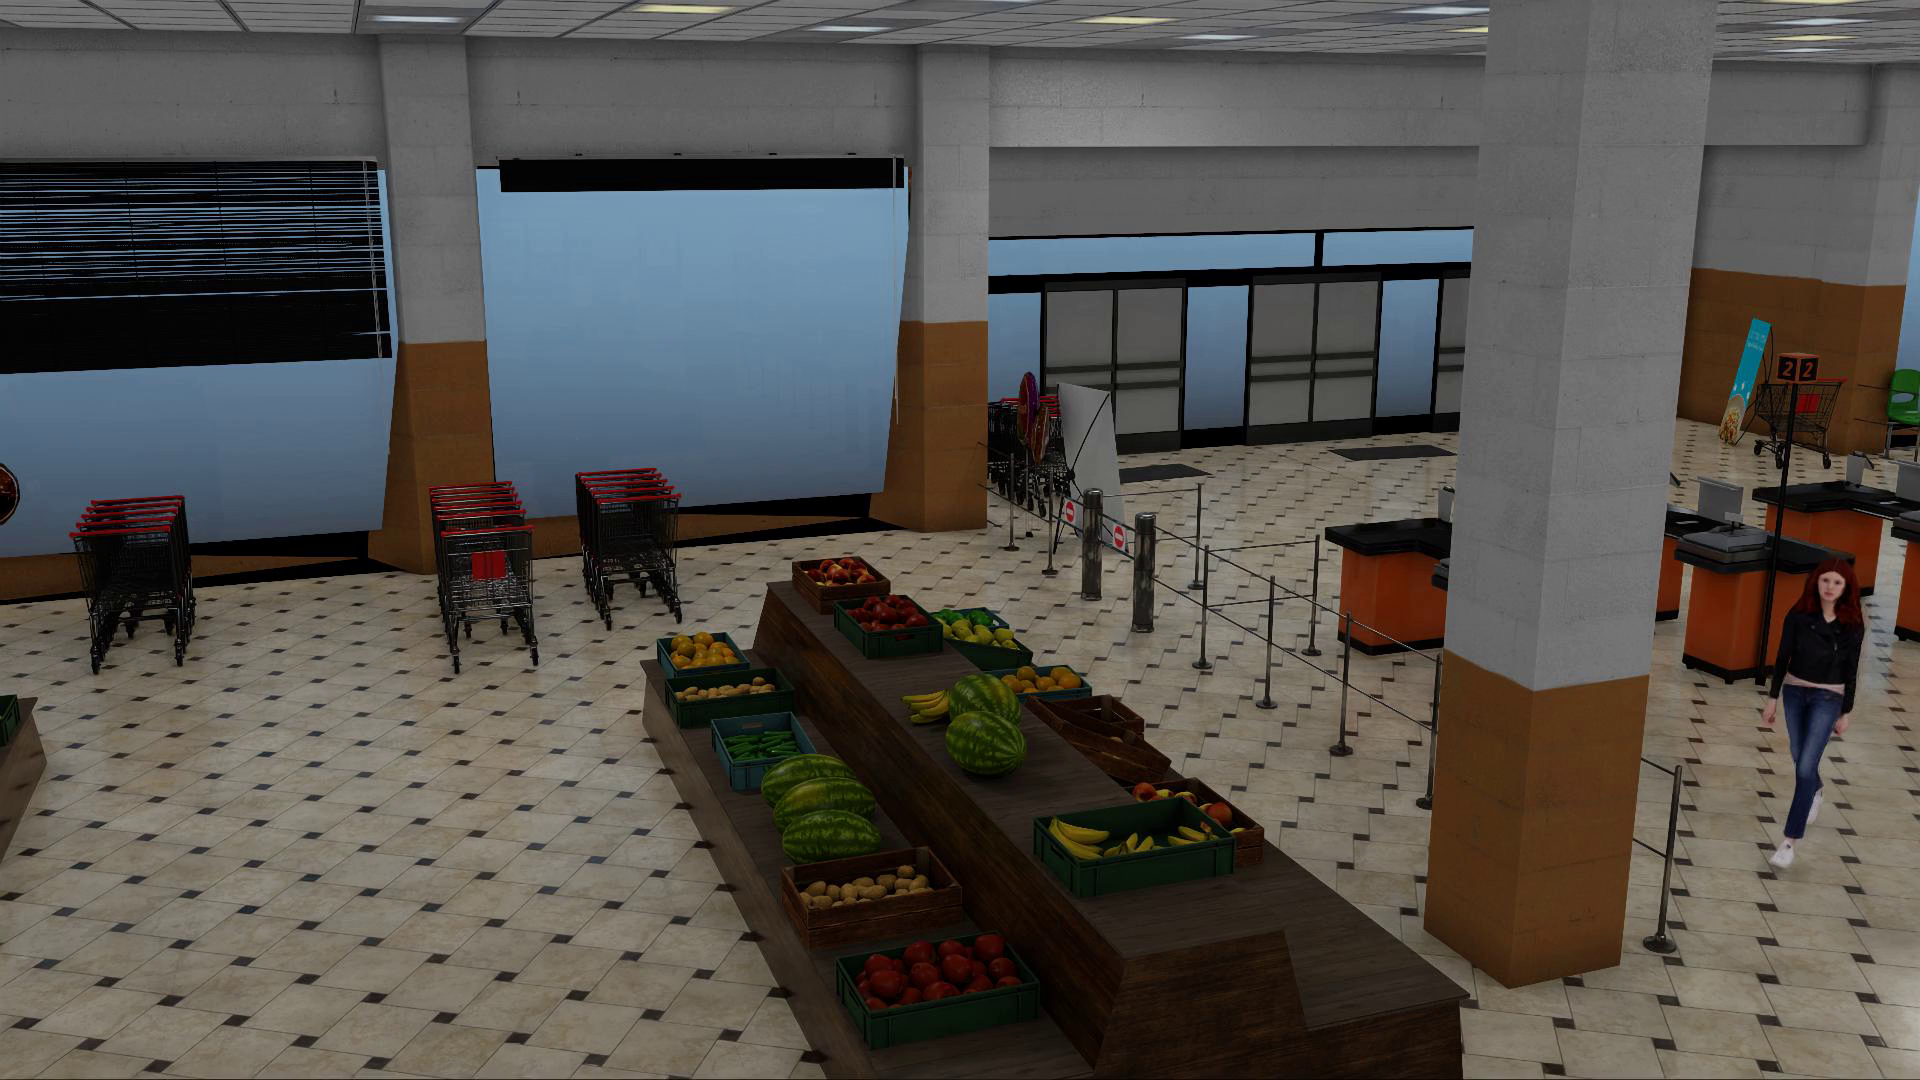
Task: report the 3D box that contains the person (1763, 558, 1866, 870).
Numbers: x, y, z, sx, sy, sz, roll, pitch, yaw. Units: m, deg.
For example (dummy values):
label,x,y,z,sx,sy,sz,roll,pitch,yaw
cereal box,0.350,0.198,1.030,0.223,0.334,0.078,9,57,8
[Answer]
label,x,y,z,sx,sy,sz,roll,pitch,yaw
person,4.983,0.965,9.708,1.244,1.748,1.048,12,18,41
